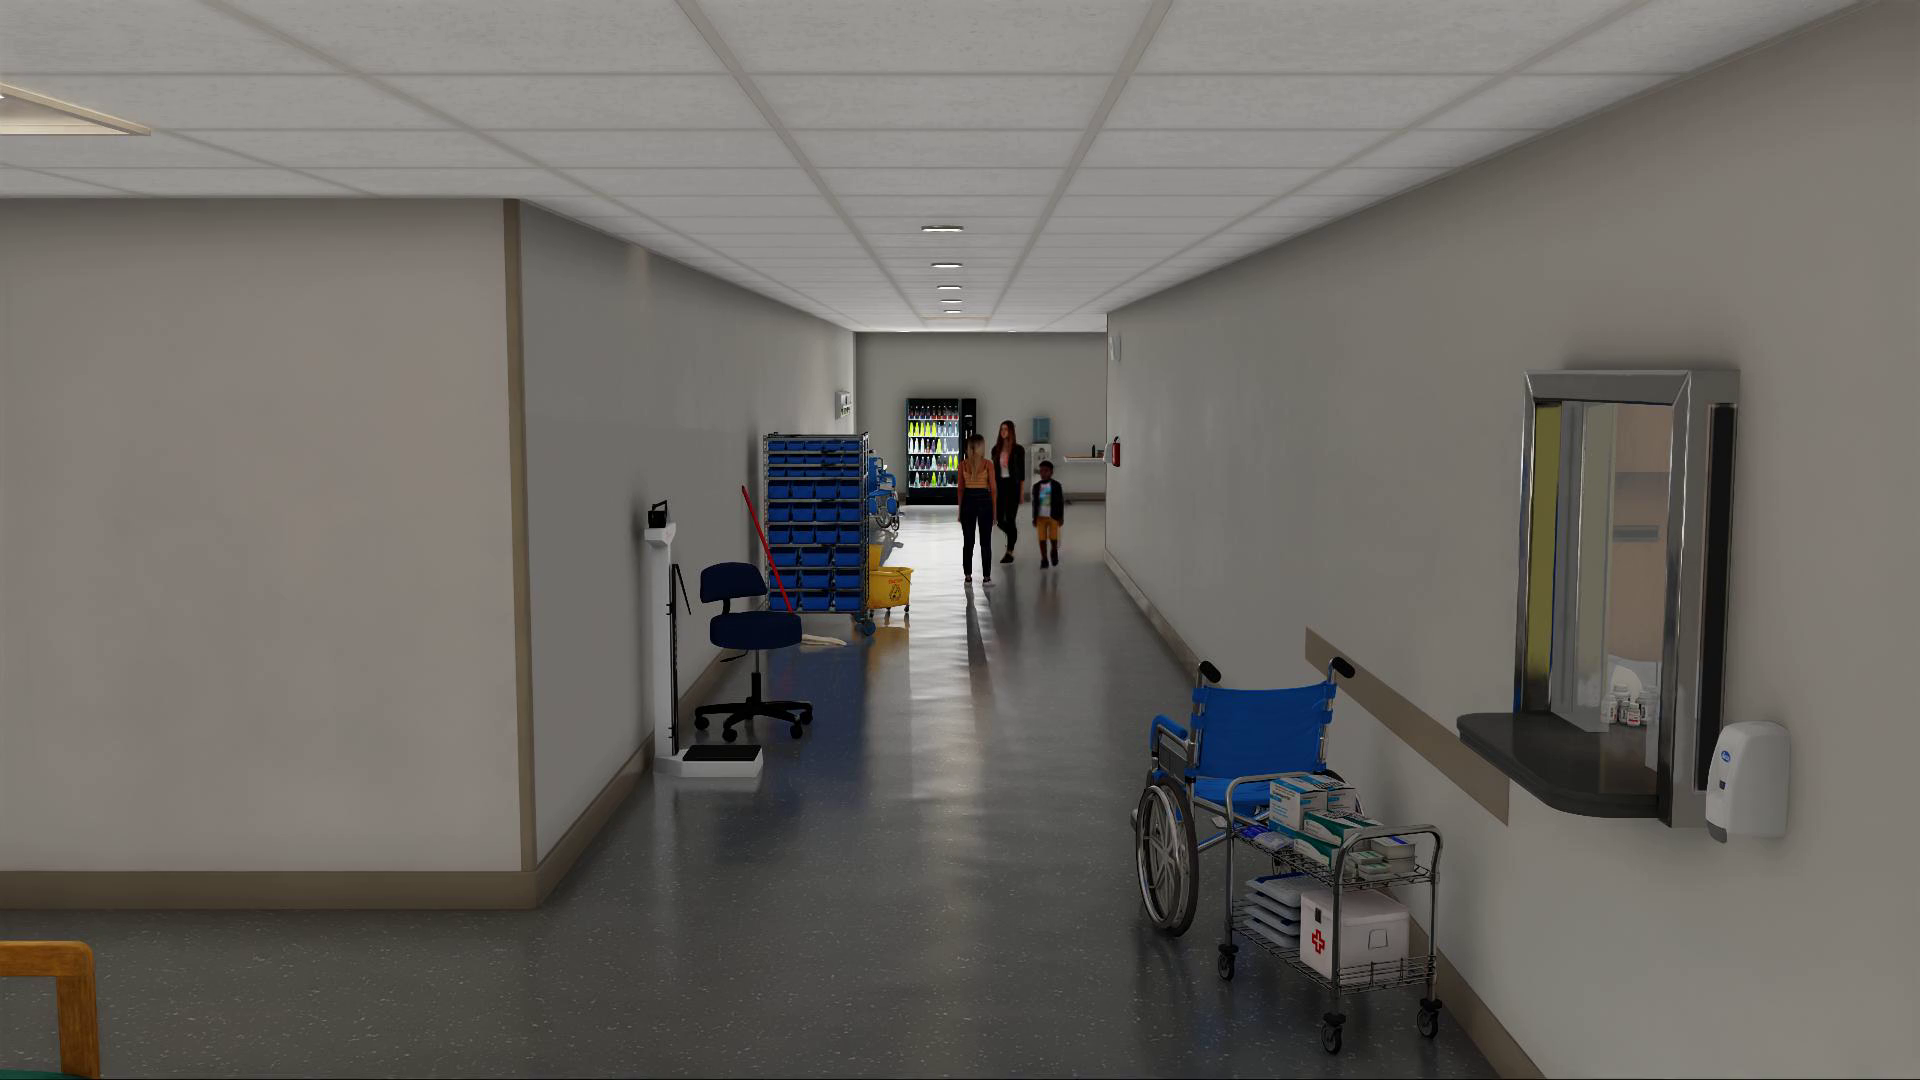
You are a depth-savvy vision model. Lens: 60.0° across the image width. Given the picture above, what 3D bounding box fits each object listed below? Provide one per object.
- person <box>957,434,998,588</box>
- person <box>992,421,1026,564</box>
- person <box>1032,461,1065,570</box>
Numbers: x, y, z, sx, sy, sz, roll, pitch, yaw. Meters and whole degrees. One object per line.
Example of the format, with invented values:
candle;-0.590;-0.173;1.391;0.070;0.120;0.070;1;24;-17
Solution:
person;0.176;-0.318;17.757;0.495;1.627;0.670;1;6;11
person;0.613;-0.577;19.982;0.915;1.698;0.876;3;6;24
person;1.031;-0.292;19.324;0.616;1.262;0.660;1;6;14
